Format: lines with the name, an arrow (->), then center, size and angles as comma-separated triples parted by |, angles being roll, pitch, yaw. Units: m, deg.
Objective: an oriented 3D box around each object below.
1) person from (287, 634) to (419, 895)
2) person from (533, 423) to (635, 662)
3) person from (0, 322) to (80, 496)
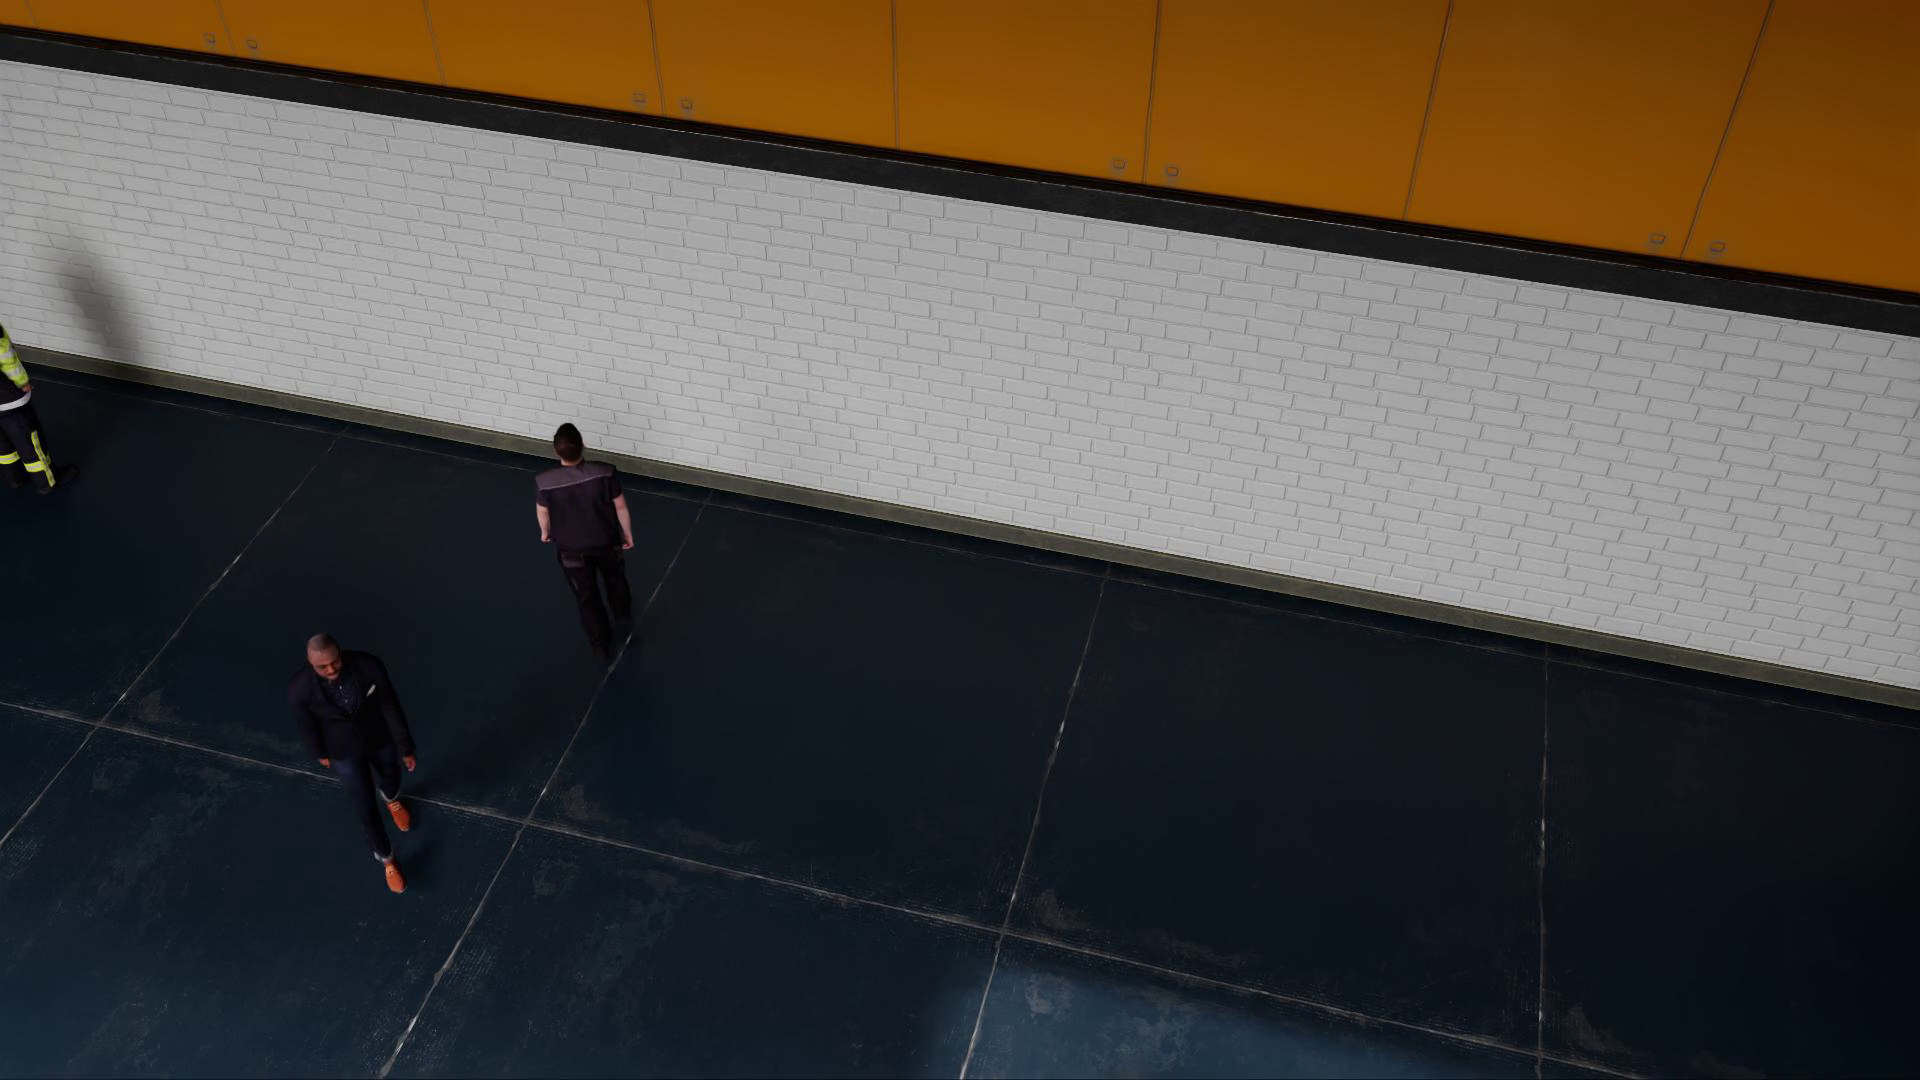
person -> -3.438, 1.094, 9.512 | 1.088, 1.783, 1.134 | -24, 49, -23
person -> -2.357, 0.050, 10.571 | 0.947, 1.834, 1.014 | -13, 45, -13
person -> -6.881, -1.179, 11.757 | 0.780, 1.979, 0.646 | 13, 45, 14
